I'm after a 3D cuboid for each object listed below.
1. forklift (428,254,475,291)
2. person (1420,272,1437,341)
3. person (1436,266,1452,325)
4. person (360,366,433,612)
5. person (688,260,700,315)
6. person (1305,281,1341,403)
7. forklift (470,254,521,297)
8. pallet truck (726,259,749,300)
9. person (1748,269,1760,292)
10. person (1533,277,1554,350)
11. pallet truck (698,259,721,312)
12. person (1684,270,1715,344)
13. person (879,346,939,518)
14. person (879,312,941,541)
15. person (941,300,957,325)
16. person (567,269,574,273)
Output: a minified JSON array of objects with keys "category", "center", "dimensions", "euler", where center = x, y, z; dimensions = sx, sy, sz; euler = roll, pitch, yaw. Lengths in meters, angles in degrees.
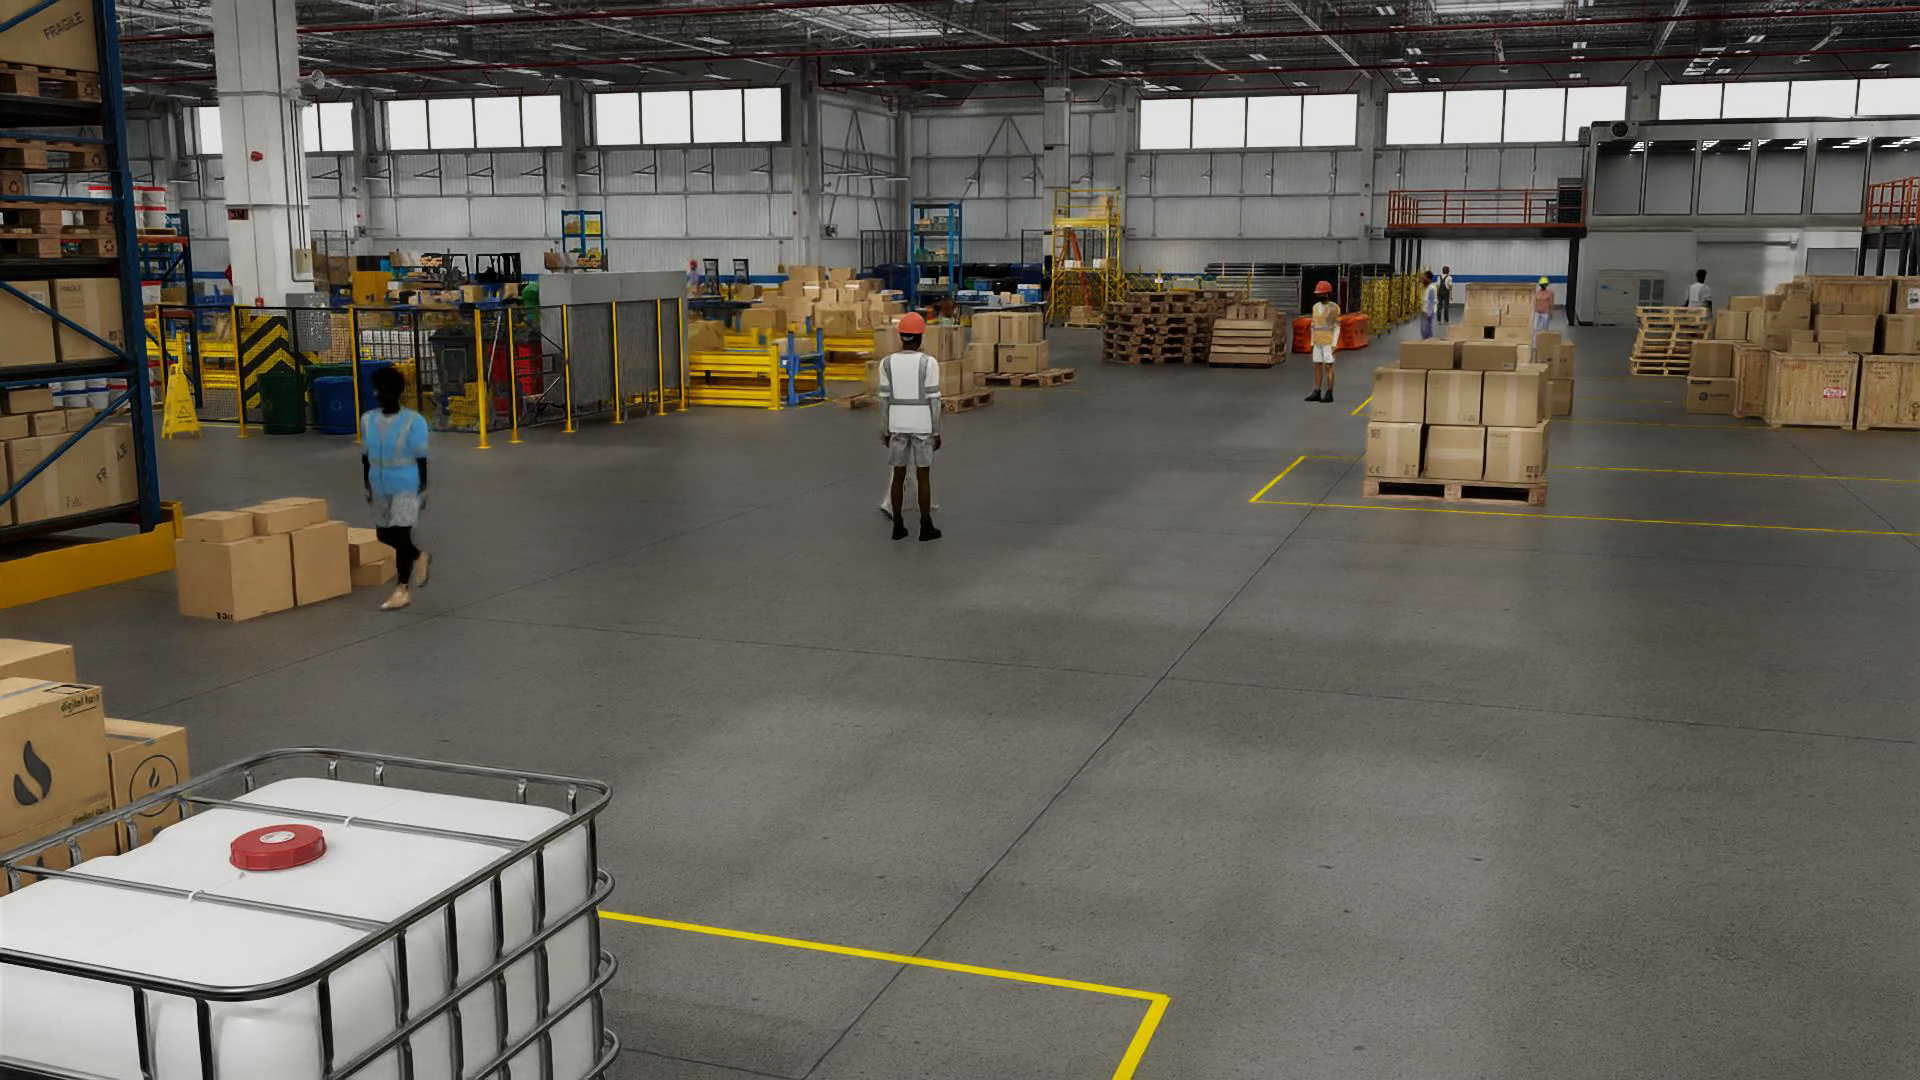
[{"category":"forklift","center":[-20.133,-10.254,65.465],"dimensions":[1.157,1.987,2.680],"euler":[3,11,19]},{"category":"person","center":[10.735,-5.197,38.165],"dimensions":[0.363,1.892,0.694],"euler":[0,10,0]},{"category":"person","center":[15.212,-7.678,52.255],"dimensions":[0.506,1.836,0.349],"euler":[9,13,40]},{"category":"person","center":[-3.874,-0.378,11.570],"dimensions":[0.541,1.684,0.634],"euler":[3,11,19]},{"category":"person","center":[-9.193,-8.632,57.231],"dimensions":[0.383,1.989,0.710],"euler":[-5,11,-25]},{"category":"person","center":[5.785,-3.150,26.478],"dimensions":[0.375,1.934,0.547],"euler":[-7,12,-34]},{"category":"forklift","center":[-17.990,-10.121,64.684],"dimensions":[1.157,1.987,2.680],"euler":[3,11,17]},{"category":"pallet truck","center":[-7.986,-9.493,62.019],"dimensions":[0.823,1.965,1.885],"euler":[3,11,17]},{"category":"person","center":[24.949,-7.669,52.133],"dimensions":[1.018,1.860,0.649],"euler":[1,10,5]},{"category":"person","center":[13.766,-5.362,39.439],"dimensions":[0.547,1.741,0.711],"euler":[8,13,37]},{"category":"pallet truck","center":[-9.165,-9.627,62.776],"dimensions":[0.823,1.965,1.885],"euler":[4,11,23]},{"category":"person","center":[17.255,-5.312,38.689],"dimensions":[0.960,1.924,0.607],"euler":[-5,11,-25]},{"category":"person","center":[-0.470,-1.005,15.336],"dimensions":[0.530,1.599,0.849],"euler":[9,14,42]},{"category":"person","center":[-0.408,-0.956,14.111],"dimensions":[0.542,1.938,0.357],"euler":[3,11,18]},{"category":"person","center":[-0.177,-3.078,26.964],"dimensions":[0.389,1.614,0.519],"euler":[3,10,16]},{"category":"person","center":[-13.111,-8.272,55.536],"dimensions":[0.950,1.870,0.657],"euler":[2,10,8]}]
